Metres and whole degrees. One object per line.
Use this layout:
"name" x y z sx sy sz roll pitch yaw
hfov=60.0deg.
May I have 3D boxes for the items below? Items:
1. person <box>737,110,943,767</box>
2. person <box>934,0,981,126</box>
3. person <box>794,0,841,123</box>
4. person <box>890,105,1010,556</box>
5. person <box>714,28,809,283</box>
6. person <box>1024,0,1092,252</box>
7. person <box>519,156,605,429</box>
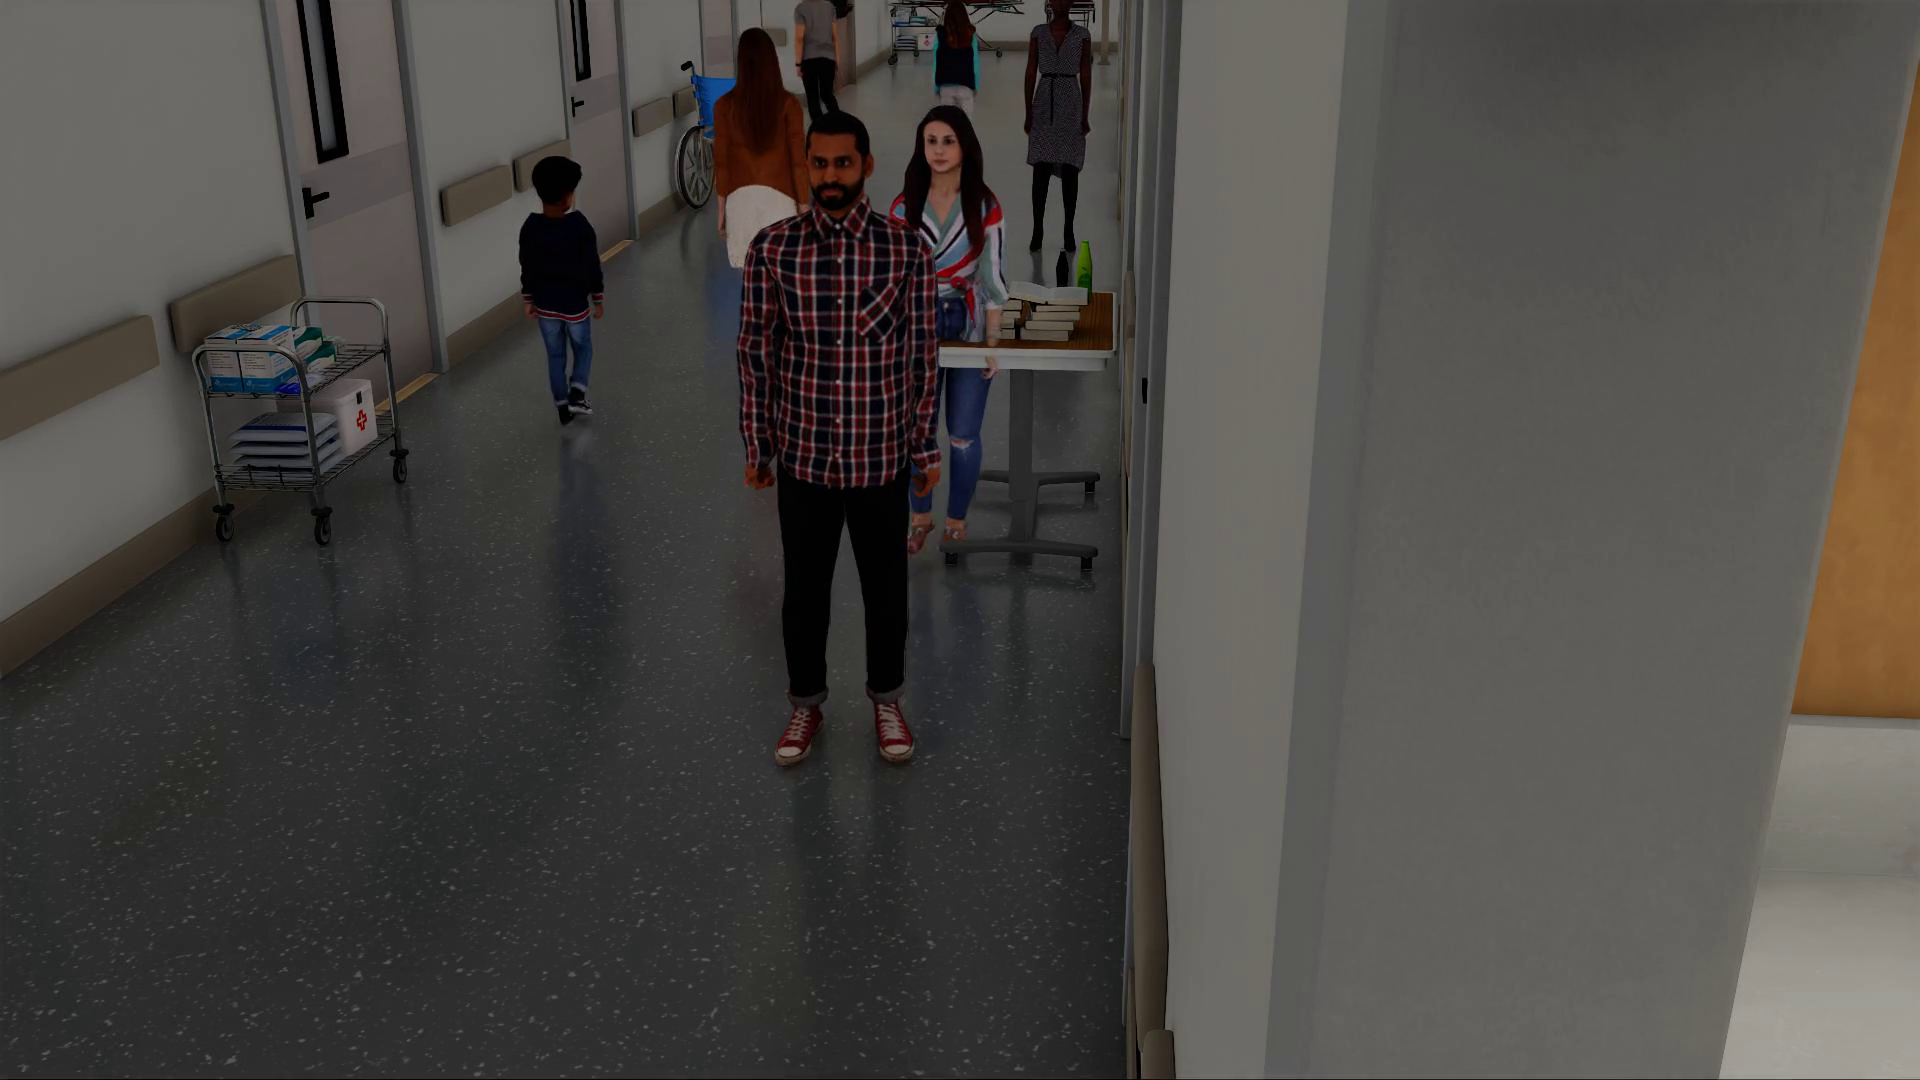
"person" -0.311 -0.255 4.472 0.718 1.761 0.617 -1 21 -2
"person" -0.038 -4.095 14.983 0.568 1.496 0.591 2 21 6
"person" -1.365 -4.658 16.208 0.887 1.683 1.001 -9 22 -22
"person" -0.030 -0.747 5.993 0.594 1.602 0.576 1 21 3
"person" -0.946 -1.543 7.942 0.650 1.710 0.682 -1 21 -3
"person" 0.669 -2.886 11.378 0.599 1.789 0.501 2 21 5
"person" -1.794 -1.085 7.442 0.554 1.210 0.508 -1 21 -2
